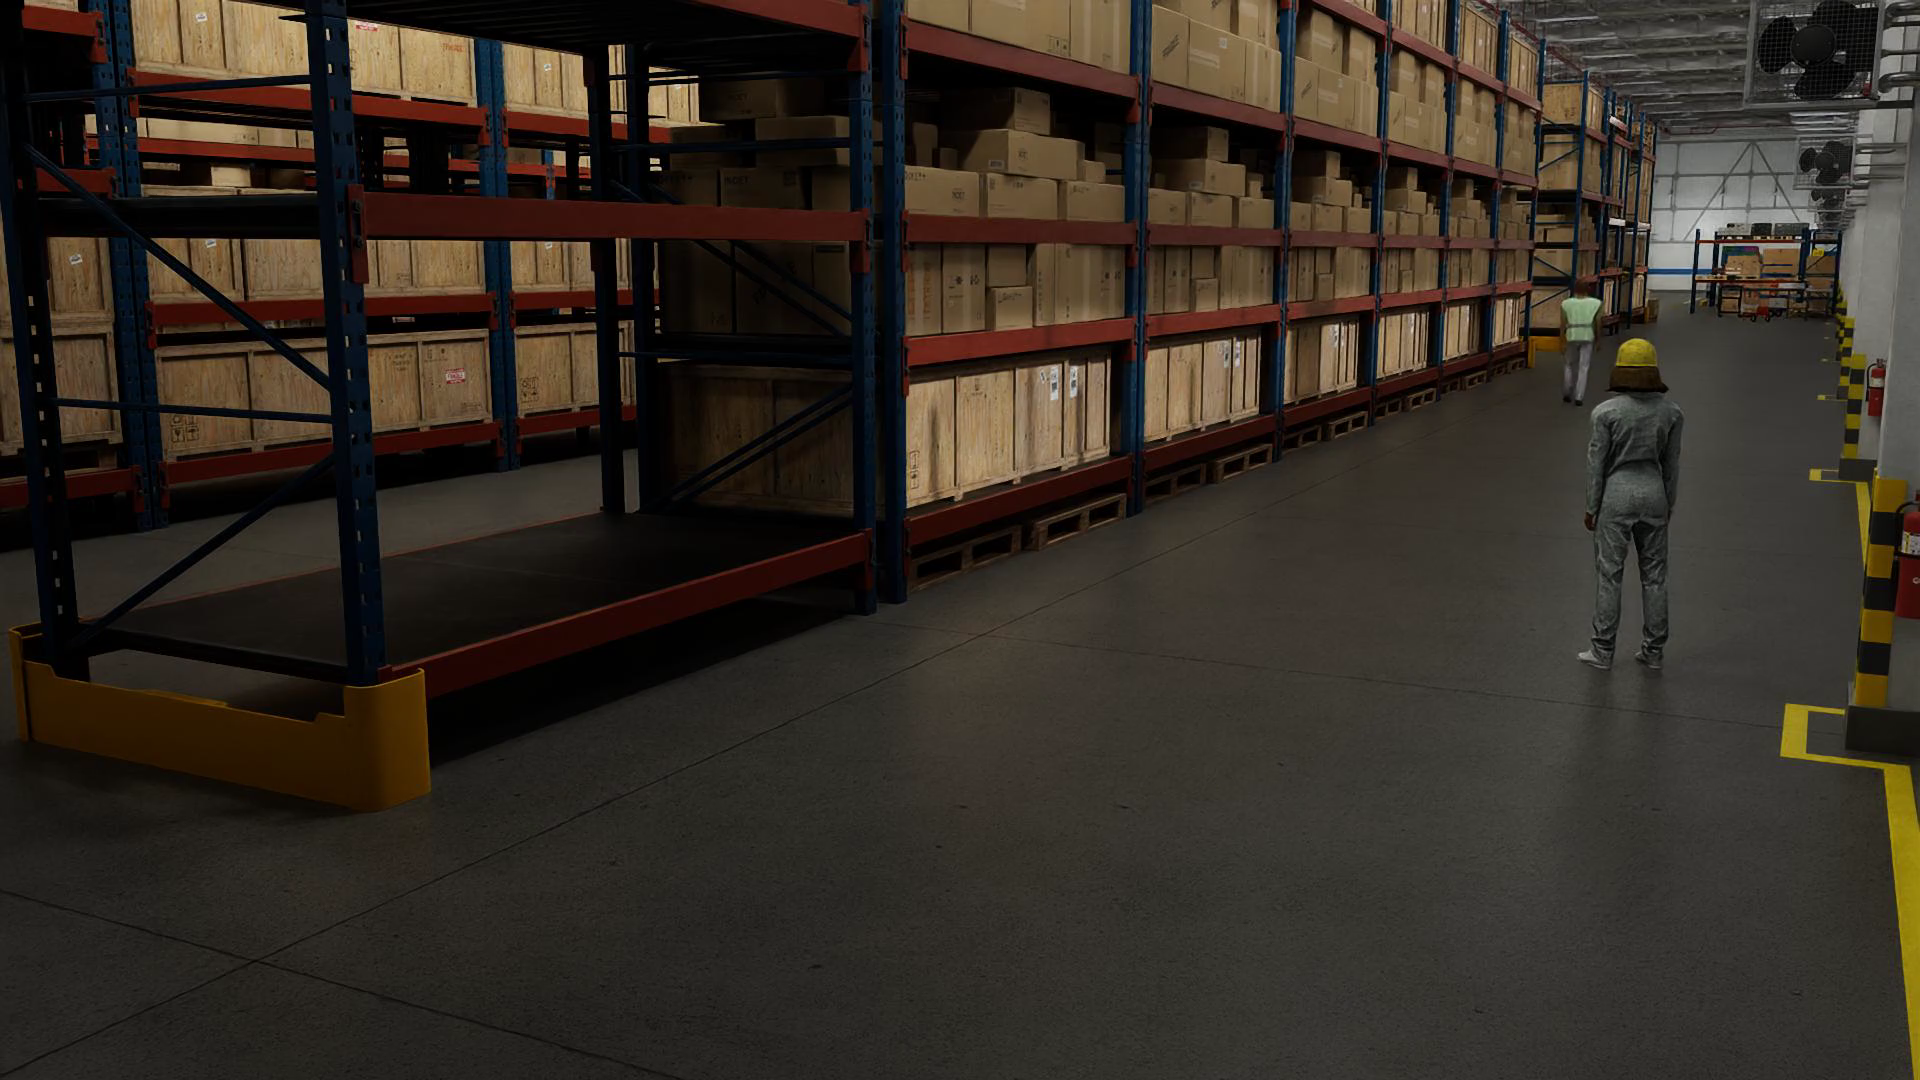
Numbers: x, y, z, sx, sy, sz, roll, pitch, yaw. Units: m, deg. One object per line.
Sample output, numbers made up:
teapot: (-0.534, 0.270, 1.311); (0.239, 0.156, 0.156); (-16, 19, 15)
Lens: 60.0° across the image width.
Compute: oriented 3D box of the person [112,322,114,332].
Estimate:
person: (-8.169, -1.431, 16.315); (0.322, 1.610, 0.690); (6, 11, 31)

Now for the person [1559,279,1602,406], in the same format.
person: (8.940, -2.857, 24.016); (0.576, 1.798, 0.961); (3, 10, 19)

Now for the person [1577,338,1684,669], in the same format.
person: (3.521, -0.187, 8.754); (0.483, 1.735, 0.340); (0, 10, -2)
